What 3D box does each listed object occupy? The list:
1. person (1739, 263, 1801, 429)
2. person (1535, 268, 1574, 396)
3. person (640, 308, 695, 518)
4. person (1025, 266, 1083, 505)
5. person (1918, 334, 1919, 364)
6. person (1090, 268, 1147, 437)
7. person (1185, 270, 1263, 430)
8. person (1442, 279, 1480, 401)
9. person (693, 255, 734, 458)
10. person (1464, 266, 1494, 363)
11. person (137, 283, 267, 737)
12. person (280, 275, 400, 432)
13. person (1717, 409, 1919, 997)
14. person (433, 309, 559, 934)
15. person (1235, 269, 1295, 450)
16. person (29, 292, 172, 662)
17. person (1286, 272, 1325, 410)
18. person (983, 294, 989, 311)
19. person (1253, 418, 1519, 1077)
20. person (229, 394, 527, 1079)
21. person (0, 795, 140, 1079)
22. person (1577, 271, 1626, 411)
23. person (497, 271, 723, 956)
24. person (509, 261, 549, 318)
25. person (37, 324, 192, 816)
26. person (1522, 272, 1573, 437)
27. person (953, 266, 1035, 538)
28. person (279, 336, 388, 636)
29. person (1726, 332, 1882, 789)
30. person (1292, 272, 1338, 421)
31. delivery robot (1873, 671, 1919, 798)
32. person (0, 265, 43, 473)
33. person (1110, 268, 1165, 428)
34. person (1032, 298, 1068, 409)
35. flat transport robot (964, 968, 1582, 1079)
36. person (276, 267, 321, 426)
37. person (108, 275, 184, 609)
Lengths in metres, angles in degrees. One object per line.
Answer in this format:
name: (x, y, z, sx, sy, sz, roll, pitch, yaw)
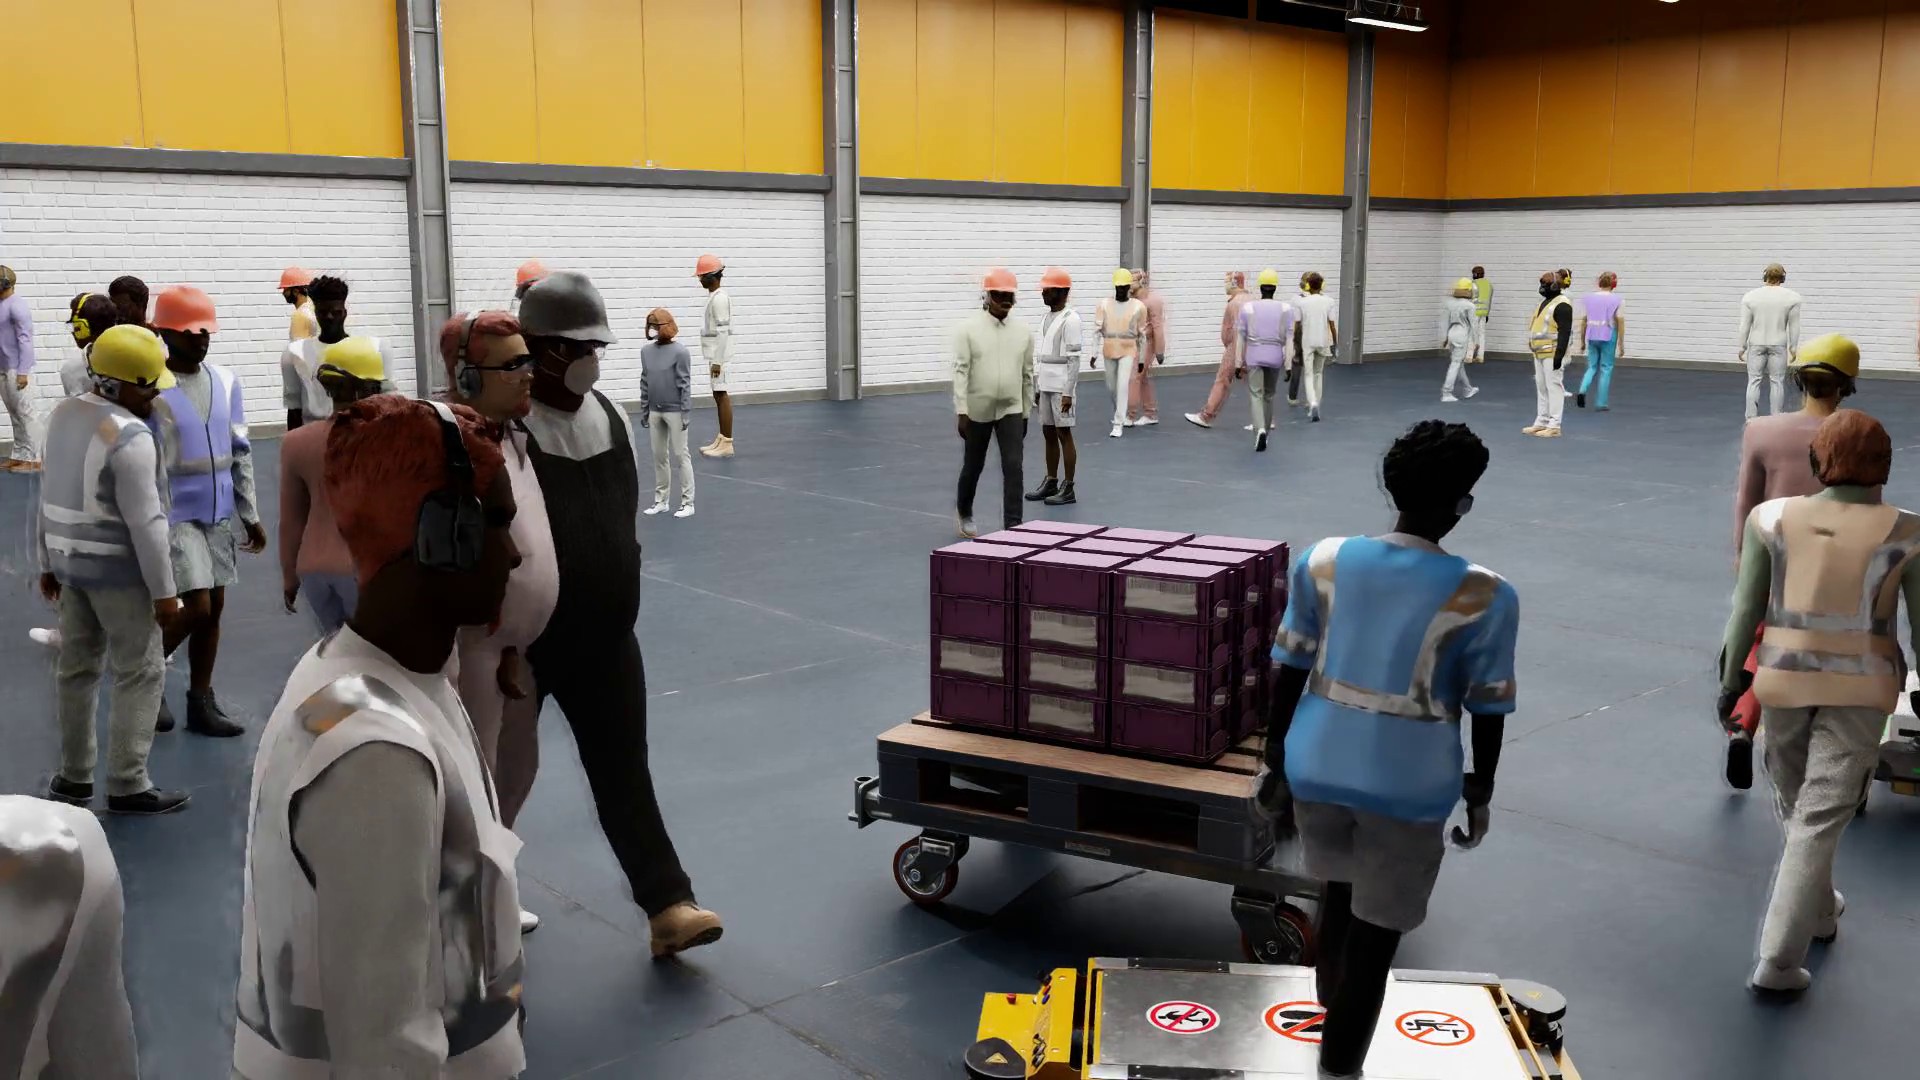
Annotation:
person: (9.375, -2.229, 19.289, 0.636, 1.938, 0.355, 5, 11, 27)
person: (8.553, -2.959, 23.806, 0.625, 1.855, 0.535, -4, 10, -21)
person: (-2.285, -0.985, 12.933, 0.496, 1.625, 0.287, 6, 11, 31)
person: (0.773, -1.256, 13.586, 0.349, 1.942, 0.545, -5, 11, -28)
person: (11.223, -2.140, 18.736, 1.005, 1.945, 0.621, -6, 11, -32)
person: (1.828, -2.136, 18.895, 0.603, 1.897, 0.905, 3, 10, 18)
person: (3.182, -2.203, 19.386, 1.005, 1.851, 0.657, 5, 11, 28)
person: (7.078, -2.799, 23.325, 0.884, 1.700, 0.503, -5, 11, -28)
person: (-2.475, -1.843, 16.752, 0.392, 2.035, 0.605, -2, 10, -12)
person: (9.809, -4.275, 31.589, 0.629, 1.833, 0.429, -5, 11, -27)
person: (-3.207, -0.106, 6.944, 0.485, 1.915, 0.545, 5, 11, 25)
person: (-3.444, -0.514, 9.324, 0.626, 1.913, 0.999, -4, 10, -22)
person: (2.444, 0.436, 4.642, 0.552, 1.591, 0.800, 9, 13, 44)
person: (-1.335, 0.316, 4.551, 0.487, 1.886, 0.695, 0, 10, 2)
person: (3.205, -1.896, 17.473, 0.594, 1.894, 0.892, 0, 10, 3)
person: (-4.327, -0.300, 8.307, 0.902, 1.824, 0.564, 4, 11, 23)
person: (4.605, -2.650, 22.123, 0.524, 1.809, 0.889, 0, 10, 1)
person: (0.405, -2.182, 19.941, 0.402, 1.620, 0.525, 1, 10, 8)
person: (0.987, 0.554, 3.791, 0.544, 1.659, 0.673, 8, 13, 40)
person: (-0.727, 0.764, 2.010, 0.444, 1.862, 0.657, -2, 10, -12)
person: (-1.047, 0.858, 1.539, 0.599, 1.825, 1.003, -9, 13, -42)
person: (8.342, -2.577, 21.631, 0.461, 1.829, 0.576, -8, 13, -40)
person: (-1.149, 0.198, 4.779, 1.061, 2.000, 0.699, 9, 13, 44)
person: (-3.051, -0.999, 11.947, 0.610, 1.993, 1.052, -7, 12, -37)
person: (-3.120, 0.113, 6.062, 0.739, 1.787, 0.407, 6, 11, 32)
person: (6.613, -2.078, 18.690, 0.430, 1.844, 0.624, -1, 10, -4)
person: (0.213, -0.920, 11.569, 0.603, 1.965, 0.950, -2, 10, -14)
person: (-2.276, 0.127, 6.102, 0.536, 1.736, 0.703, 2, 10, 13)
person: (3.180, 0.084, 6.313, 0.521, 1.742, 0.763, 7, 12, 37)
person: (4.386, -2.383, 20.524, 0.545, 1.834, 0.857, 0, 10, 2)
delivery robot: (3.570, 0.664, 6.121, 0.477, 0.478, 0.707, 6, 11, 31)
person: (-8.856, -1.593, 15.564, 0.627, 1.941, 0.373, 9, 13, 42)
person: (2.030, -2.259, 19.682, 0.887, 1.871, 0.668, -5, 11, -27)
person: (1.222, -2.501, 21.829, 0.550, 1.599, 0.796, 9, 13, 41)
flat transport robot: (0.745, 1.226, 3.929, 1.431, 0.197, 0.652, 1, 10, 6)
person: (-5.871, -1.465, 14.863, 0.454, 1.919, 0.574, -1, 10, -8)
person: (-4.615, -0.529, 9.412, 0.587, 1.914, 0.390, 0, 10, -2)
